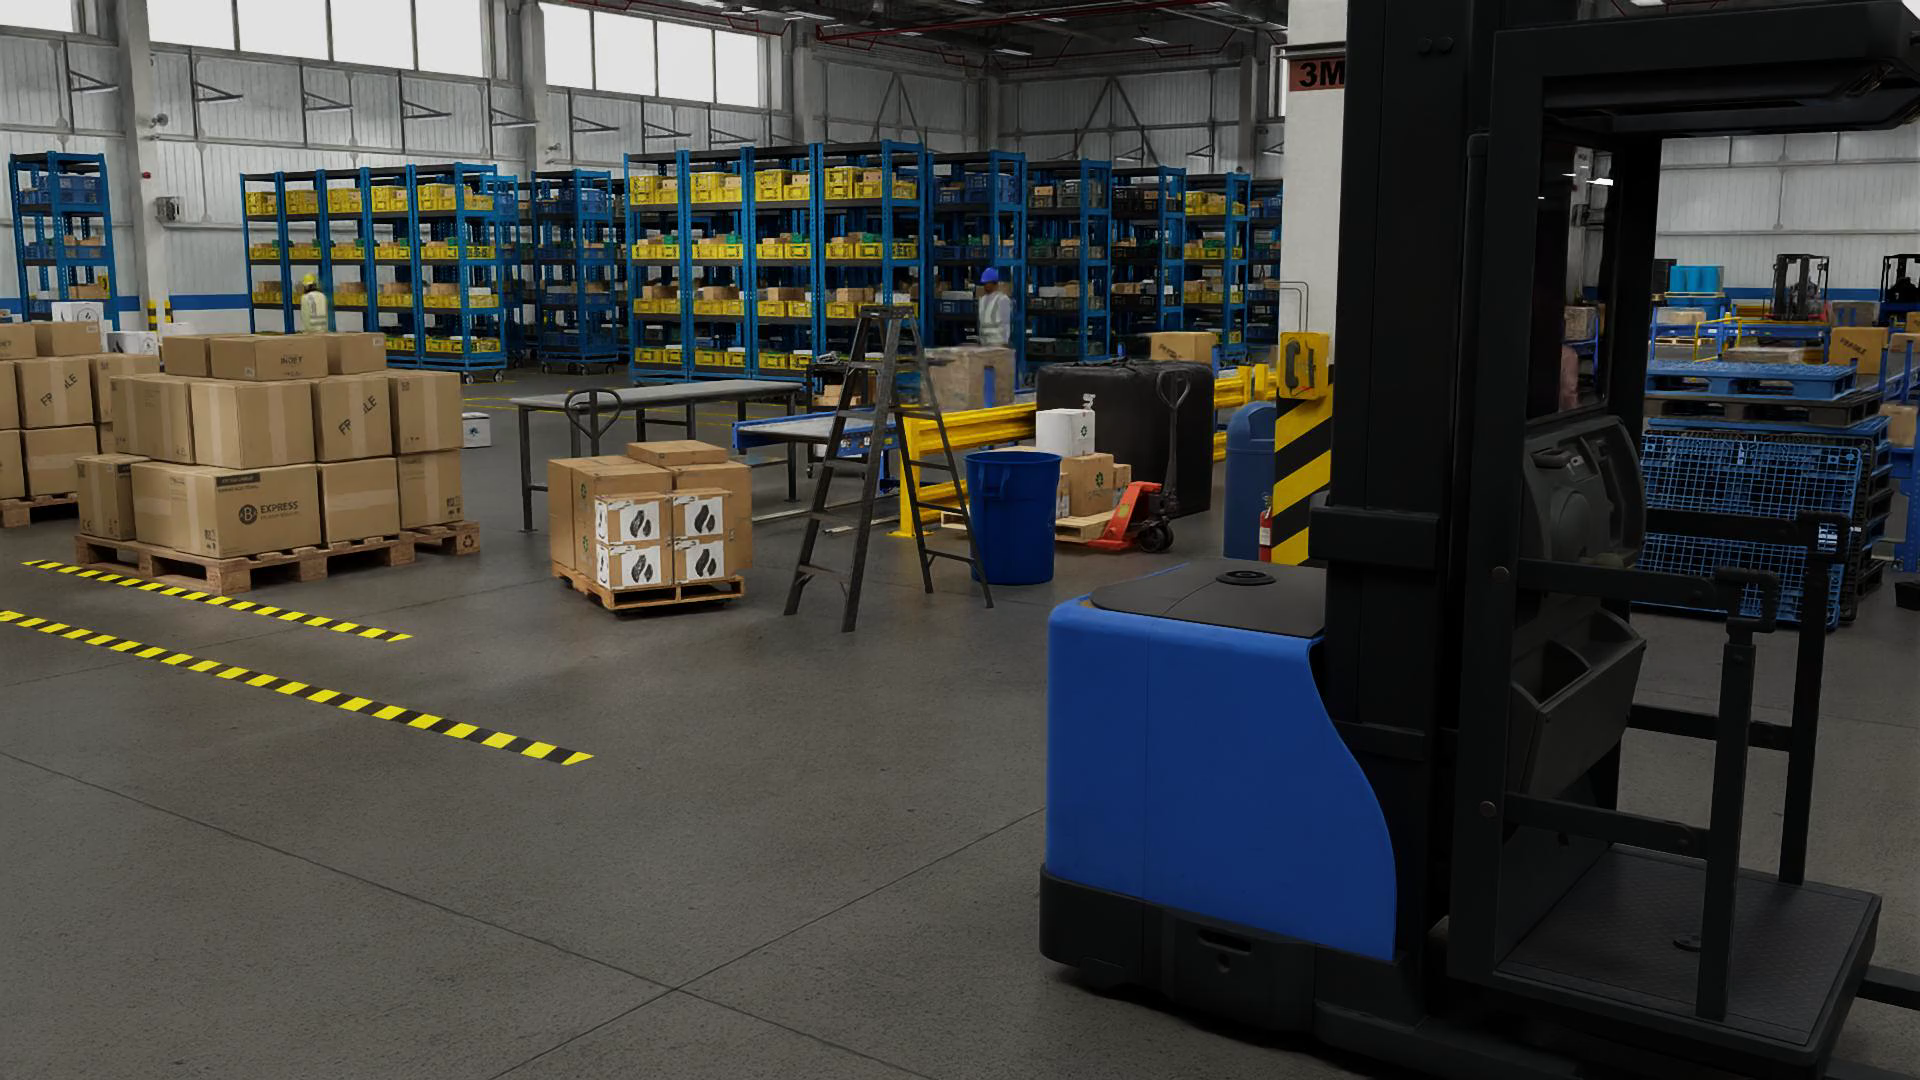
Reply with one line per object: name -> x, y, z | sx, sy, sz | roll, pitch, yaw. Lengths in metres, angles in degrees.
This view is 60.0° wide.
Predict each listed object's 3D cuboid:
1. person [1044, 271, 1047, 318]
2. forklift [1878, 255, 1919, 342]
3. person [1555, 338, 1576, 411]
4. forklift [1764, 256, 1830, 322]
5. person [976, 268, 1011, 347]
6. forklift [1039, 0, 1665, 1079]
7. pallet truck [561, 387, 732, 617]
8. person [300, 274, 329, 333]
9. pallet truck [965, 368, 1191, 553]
person -> 1.962, -5.582, 39.928 | 0.580, 1.832, 0.404 | 8, 12, 39
forklift -> 22.089, -5.634, 38.796 | 1.157, 1.987, 2.680 | 6, 11, 33
person -> 4.413, -0.980, 12.742 | 0.538, 1.755, 0.368 | 4, 10, 23
forklift -> 20.253, -5.854, 40.139 | 1.157, 1.987, 2.680 | 7, 12, 35
person -> 0.476, -2.707, 22.500 | 0.543, 1.930, 0.610 | -7, 12, -35
forklift -> 1.249, -0.137, 4.360 | 1.873, 2.768, 1.129 | 7, 12, 35
pallet truck -> -1.981, -0.274, 10.088 | 0.680, 1.201, 1.601 | -5, 11, -28
person -> -10.707, -3.525, 27.714 | 0.585, 1.816, 0.596 | 3, 10, 17
pallet truck -> 0.845, -0.609, 11.869 | 1.630, 1.274, 0.653 | 7, 12, 35
